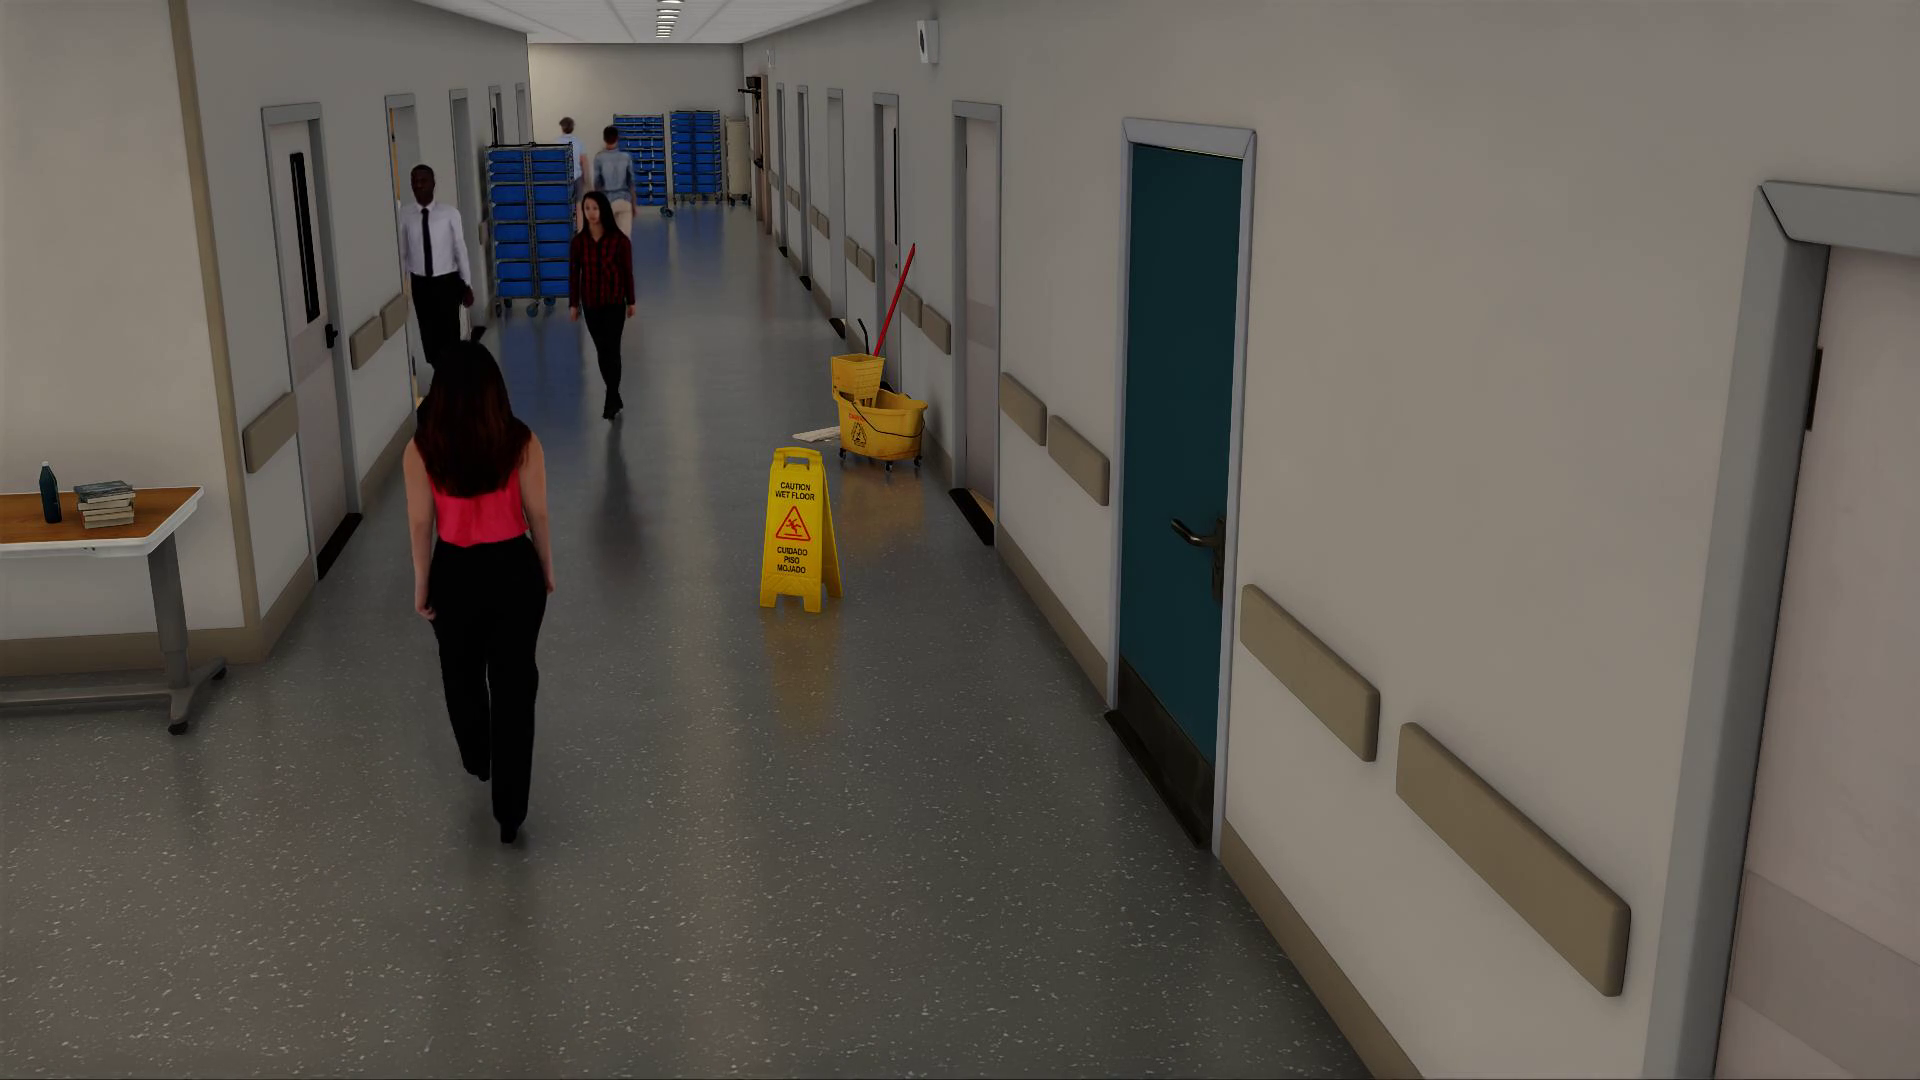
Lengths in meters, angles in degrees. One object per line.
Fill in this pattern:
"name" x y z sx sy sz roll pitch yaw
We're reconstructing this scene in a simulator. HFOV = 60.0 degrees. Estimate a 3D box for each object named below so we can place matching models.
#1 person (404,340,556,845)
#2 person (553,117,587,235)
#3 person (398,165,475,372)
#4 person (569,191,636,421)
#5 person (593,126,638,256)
"person" -1.534 0.199 5.375 0.591 1.632 0.949 -3 16 -11
"person" -5.688 -5.249 24.361 0.856 1.814 0.938 -9 18 -30
"person" -3.804 -1.806 12.144 0.727 1.817 0.890 -1 16 -4
"person" -2.585 -1.710 12.144 0.697 1.632 0.949 0 16 -1
"person" -4.080 -3.960 19.794 0.658 1.812 1.174 -3 16 -11
